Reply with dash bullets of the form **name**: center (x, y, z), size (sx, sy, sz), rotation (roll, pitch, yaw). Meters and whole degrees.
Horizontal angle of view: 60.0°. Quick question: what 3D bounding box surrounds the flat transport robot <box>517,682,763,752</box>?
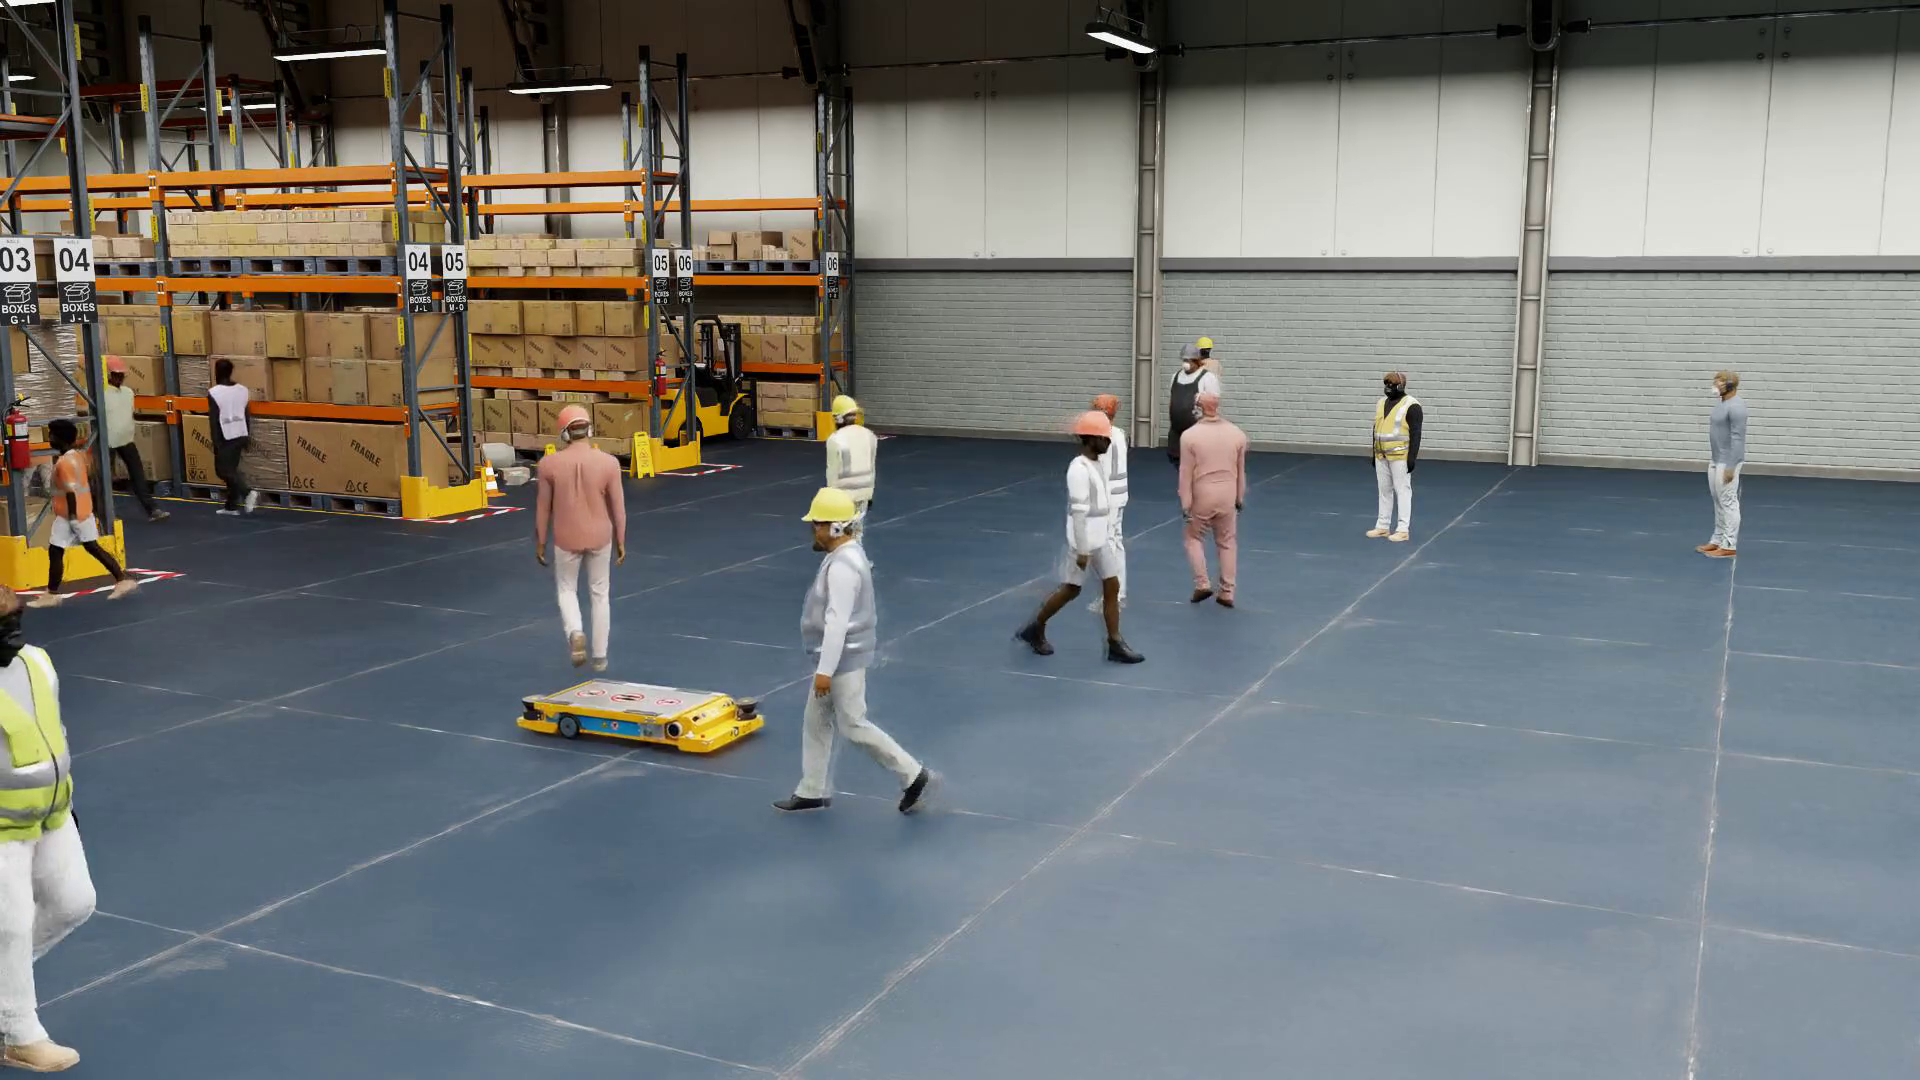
- **flat transport robot**: center (-2.036, 1.100, 10.576), size (1.431, 0.197, 0.652), rotation (4, 10, 23)

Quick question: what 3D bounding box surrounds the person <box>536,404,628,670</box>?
- **person**: center (-2.751, 0.003, 12.117), size (0.660, 1.964, 0.620), rotation (-2, 10, -15)

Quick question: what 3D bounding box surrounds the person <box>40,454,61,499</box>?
- **person**: center (-11.237, -1.294, 20.528), size (0.734, 1.817, 0.565), rotation (6, 11, 33)

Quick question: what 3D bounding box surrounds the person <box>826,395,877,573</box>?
- **person**: center (-0.968, -0.421, 15.207), size (0.591, 1.808, 0.575), rotation (-9, 13, -44)

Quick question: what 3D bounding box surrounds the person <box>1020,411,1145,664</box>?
- **person**: center (0.916, -0.028, 12.501), size (0.948, 1.905, 0.549), rotation (4, 10, 25)

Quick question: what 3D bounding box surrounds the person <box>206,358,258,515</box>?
- **person**: center (-8.655, -1.215, 19.801), size (0.667, 1.901, 0.595), rotation (4, 10, 22)

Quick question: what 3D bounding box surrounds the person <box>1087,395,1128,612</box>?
- **person**: center (1.264, -0.306, 14.338), size (0.389, 1.871, 0.593), rotation (4, 10, 22)

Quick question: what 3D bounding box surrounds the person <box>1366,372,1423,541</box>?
- **person**: center (4.711, -0.909, 18.094), size (0.429, 1.842, 0.633), rotation (-5, 11, -30)

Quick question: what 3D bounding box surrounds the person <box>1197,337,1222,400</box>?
- **person**: center (3.678, -2.085, 25.041), size (0.587, 1.928, 0.363), rotation (-8, 12, -41)

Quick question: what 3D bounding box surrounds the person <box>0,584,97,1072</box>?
- **person**: center (-3.516, 1.050, 6.126), size (0.464, 1.827, 0.648), rotation (1, 9, 8)

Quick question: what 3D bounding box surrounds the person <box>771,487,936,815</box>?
- **person**: center (-0.574, 0.611, 8.914), size (0.830, 1.807, 0.601), rotation (-1, 9, -6)

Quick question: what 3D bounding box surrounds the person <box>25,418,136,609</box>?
- **person**: center (-7.725, -0.243, 14.554), size (0.847, 1.664, 0.530), rotation (-3, 10, -16)

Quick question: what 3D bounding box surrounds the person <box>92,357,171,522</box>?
- **person**: center (-9.755, -1.153, 19.307), size (1.000, 1.938, 0.636), rotation (4, 10, 22)

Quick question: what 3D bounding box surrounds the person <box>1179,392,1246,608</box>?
- **person**: center (2.204, -0.348, 14.524), size (0.681, 1.881, 0.475), rotation (-3, 10, -15)

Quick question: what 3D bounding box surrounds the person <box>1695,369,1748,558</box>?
- **person**: center (7.821, -0.781, 17.016), size (0.356, 1.936, 0.635), rotation (1, 9, 9)

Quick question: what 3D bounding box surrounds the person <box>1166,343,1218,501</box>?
- **person**: center (2.909, -1.505, 21.139), size (0.685, 2.000, 0.538), rotation (8, 12, 40)

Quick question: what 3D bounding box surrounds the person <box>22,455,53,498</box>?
- **person**: center (-10.344, -0.875, 18.628), size (0.844, 1.599, 0.512), rotation (6, 11, 32)
